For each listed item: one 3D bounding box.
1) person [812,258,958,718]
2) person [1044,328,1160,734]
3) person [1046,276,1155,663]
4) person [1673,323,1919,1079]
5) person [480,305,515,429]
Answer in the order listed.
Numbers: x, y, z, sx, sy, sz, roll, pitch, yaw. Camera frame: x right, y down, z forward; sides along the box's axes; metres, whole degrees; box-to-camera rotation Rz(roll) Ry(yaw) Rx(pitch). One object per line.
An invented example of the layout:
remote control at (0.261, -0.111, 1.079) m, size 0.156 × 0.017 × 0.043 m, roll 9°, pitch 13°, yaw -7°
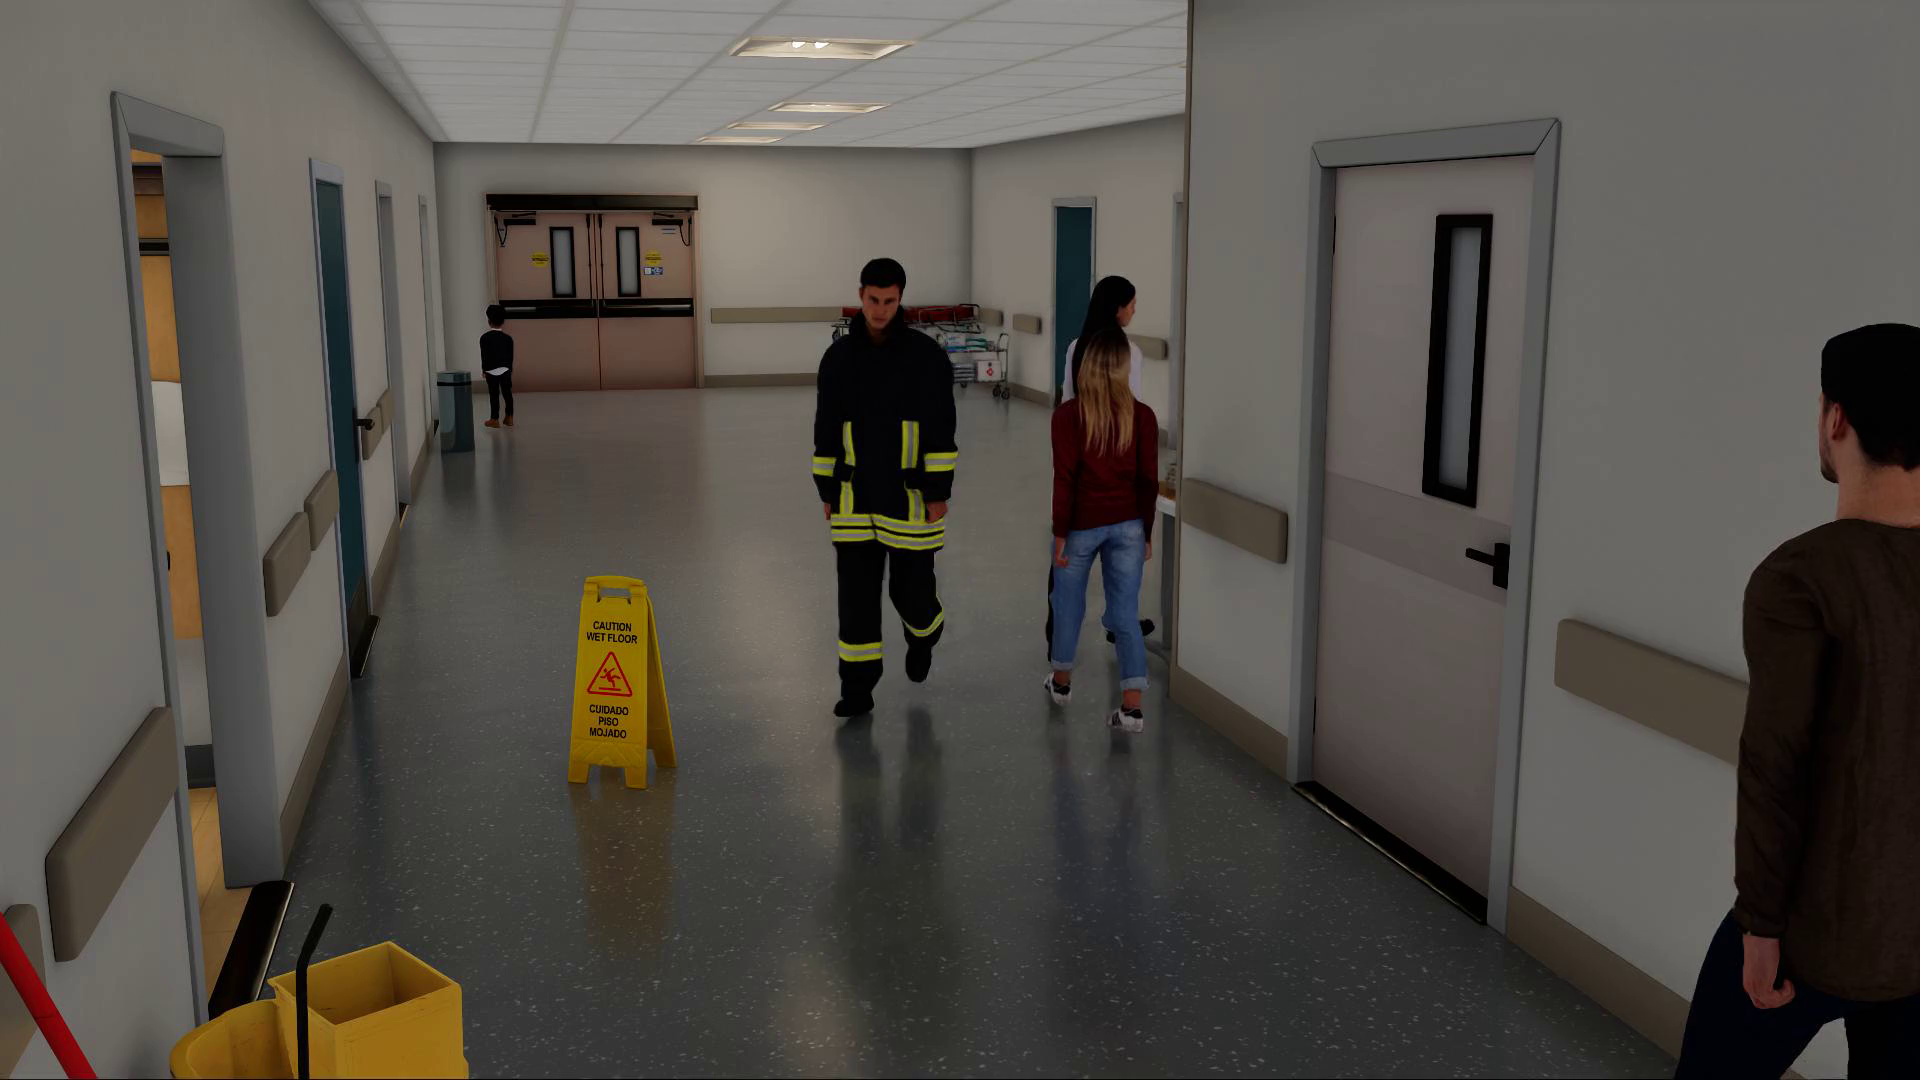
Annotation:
person at (-0.276, -0.219, 6.942) m, size 1.031 × 1.896 × 1.147 m, roll 3°, pitch 11°, yaw 16°
person at (0.592, 0.005, 6.579) m, size 0.638 × 1.590 × 1.099 m, roll -3°, pitch 11°, yaw -14°
person at (0.578, -0.292, 7.664) m, size 1.044 × 1.769 × 1.071 m, roll 8°, pitch 13°, yaw 36°
person at (1.454, 0.619, 2.580) m, size 0.669 × 1.874 × 0.614 m, roll -2°, pitch 11°, yaw -9°
person at (-4.634, -1.749, 16.688) m, size 0.583 × 1.227 × 0.615 m, roll -9°, pitch 14°, yaw -40°
